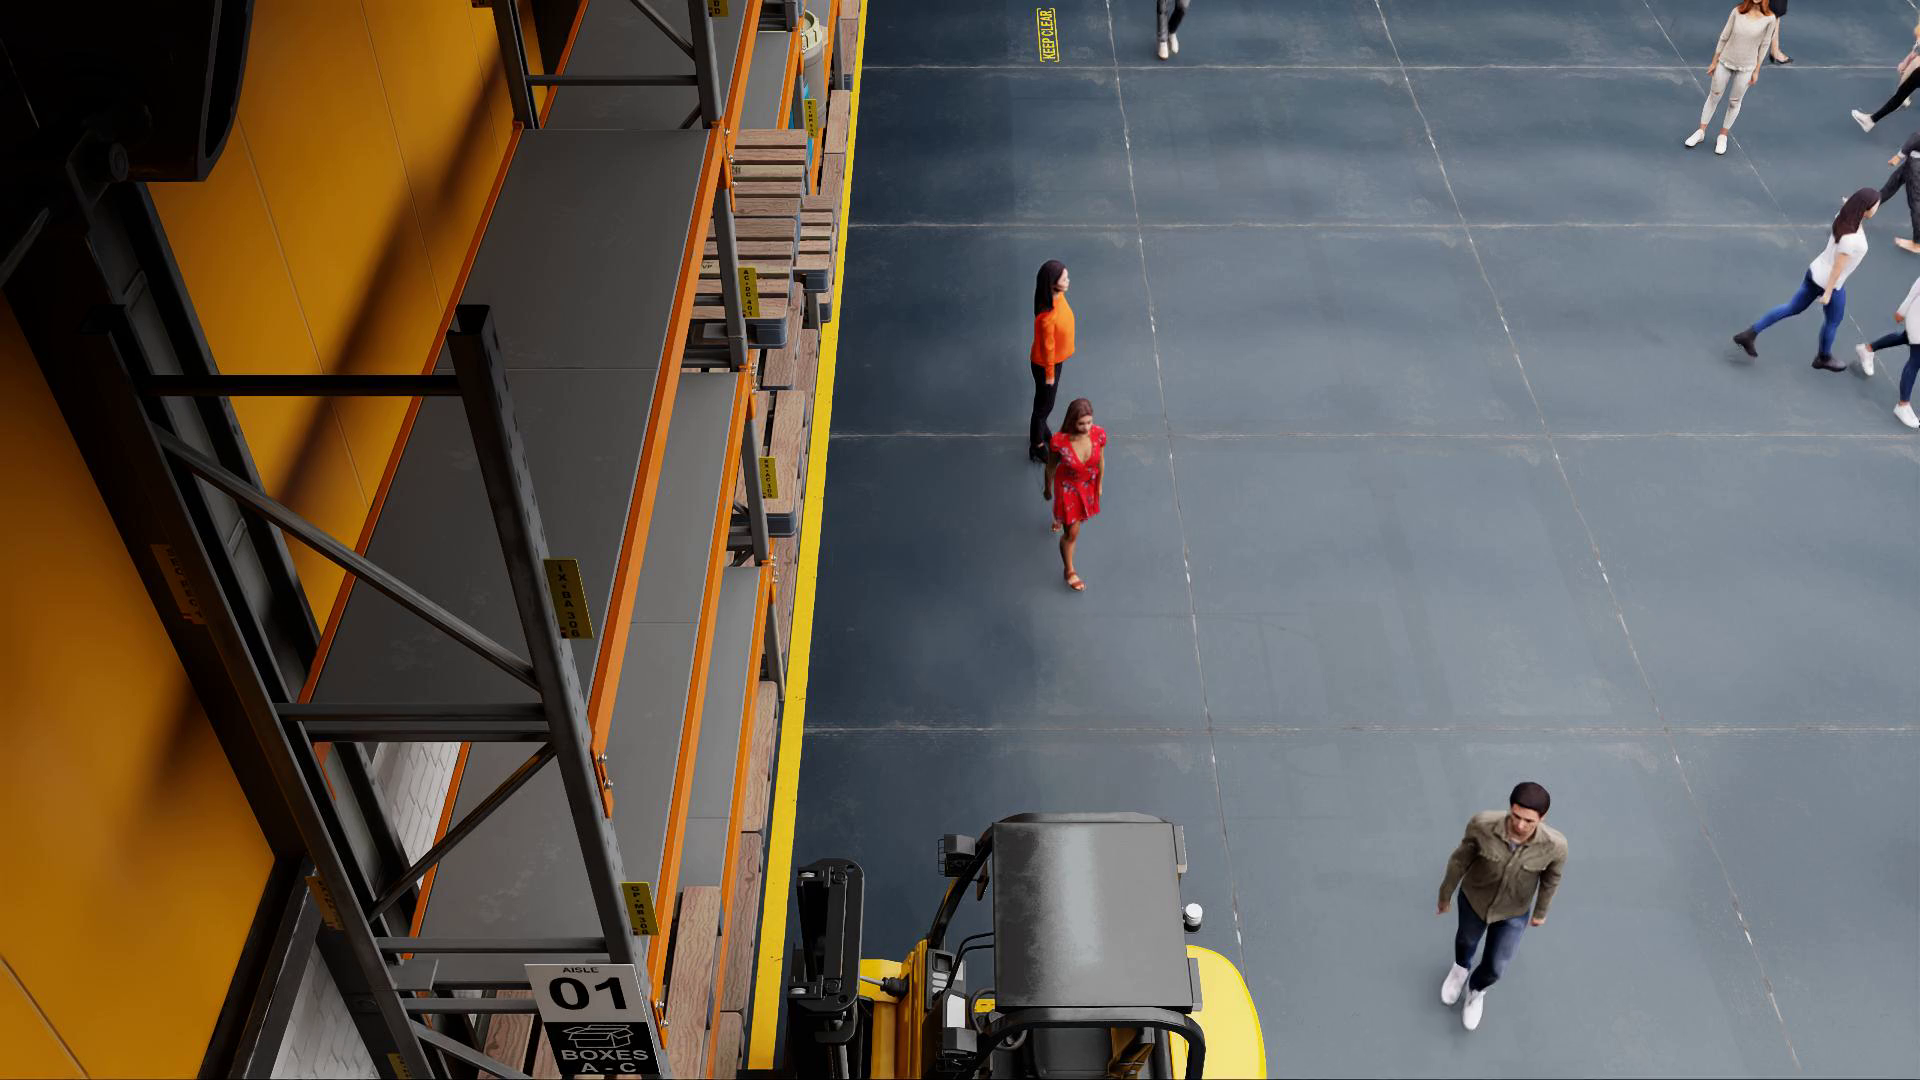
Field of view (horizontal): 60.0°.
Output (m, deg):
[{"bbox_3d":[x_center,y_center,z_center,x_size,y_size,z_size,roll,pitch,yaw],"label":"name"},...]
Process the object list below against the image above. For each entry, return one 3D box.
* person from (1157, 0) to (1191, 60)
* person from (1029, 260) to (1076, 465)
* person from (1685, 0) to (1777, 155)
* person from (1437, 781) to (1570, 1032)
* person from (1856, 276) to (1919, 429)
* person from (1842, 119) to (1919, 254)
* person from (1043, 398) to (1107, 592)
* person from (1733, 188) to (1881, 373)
[{"bbox_3d":[2.167,-5.897,17.062,0.685,1.889,0.626,-1,44,-1],"label":"person"},{"bbox_3d":[0.647,-1.330,12.371,0.718,1.748,0.558,8,44,9],"label":"person"},{"bbox_3d":[7.348,-4.503,15.727,0.694,1.712,0.712,23,48,22],"label":"person"},{"bbox_3d":[2.904,1.862,8.946,0.828,1.850,0.832,20,47,19],"label":"person"},{"bbox_3d":[7.444,-1.817,12.889,0.830,1.737,1.220,-11,45,-11],"label":"person"},{"bbox_3d":[8.458,-3.291,14.448,1.052,1.721,1.157,-30,51,-28],"label":"person"},{"bbox_3d":[0.773,-0.413,11.537,0.754,1.569,0.997,-10,45,-10],"label":"person"},{"bbox_3d":[6.750,-2.045,13.199,0.790,1.641,1.116,6,44,6],"label":"person"}]
